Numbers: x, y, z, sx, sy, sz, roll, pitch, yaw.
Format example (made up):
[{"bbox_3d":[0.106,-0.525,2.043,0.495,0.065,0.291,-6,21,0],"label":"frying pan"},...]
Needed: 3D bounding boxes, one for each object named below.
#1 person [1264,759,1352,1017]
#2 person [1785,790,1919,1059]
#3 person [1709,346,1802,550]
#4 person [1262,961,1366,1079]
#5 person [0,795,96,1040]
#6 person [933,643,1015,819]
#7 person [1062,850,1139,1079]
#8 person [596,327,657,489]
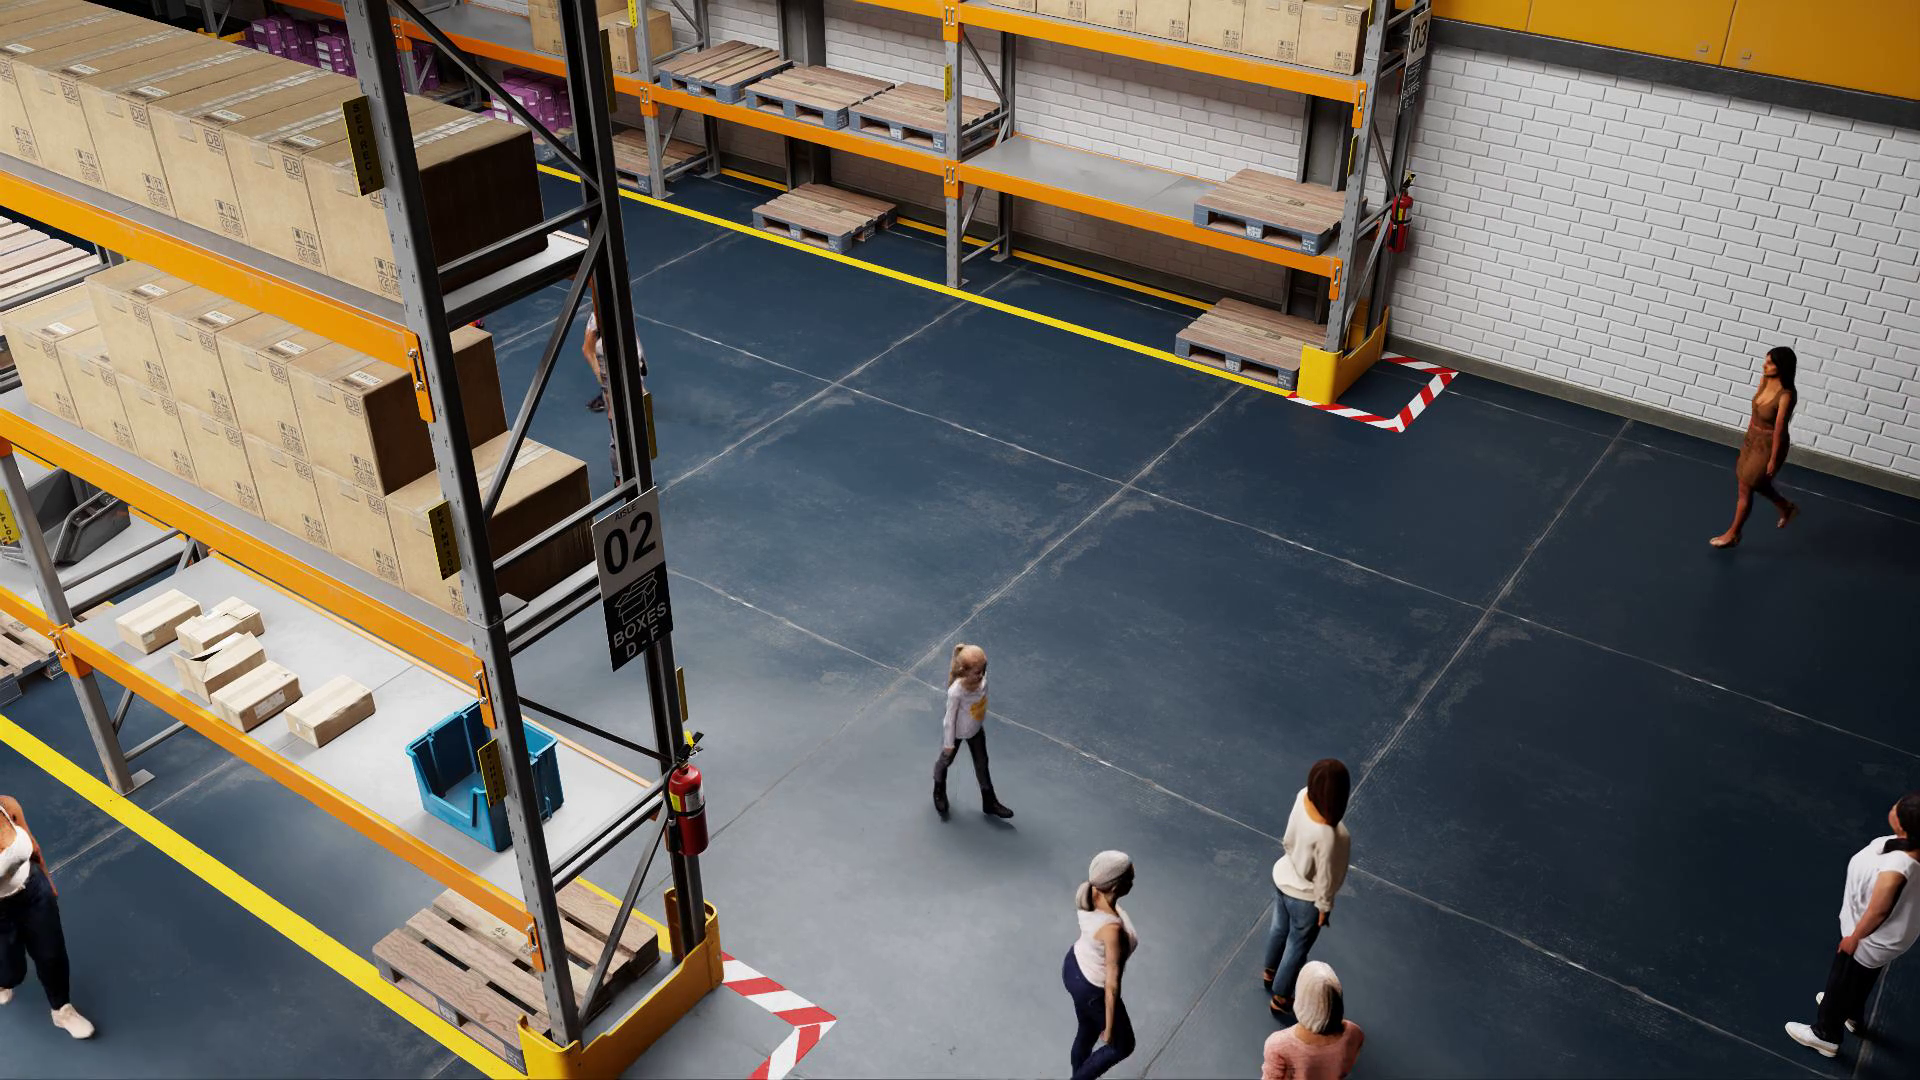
[{"bbox_3d":[1.758,1.775,8.538,0.756,1.677,0.701,-5,34,-7],"label":"person"},{"bbox_3d":[4.582,1.902,8.337,0.732,1.688,0.722,-21,39,-29],"label":"person"},{"bbox_3d":[5.969,-0.652,12.199,0.996,1.667,0.898,-3,34,-5],"label":"person"},{"bbox_3d":[1.536,2.541,7.345,0.714,1.722,0.773,-6,34,-9],"label":"person"},{"bbox_3d":[-4.866,1.807,8.390,0.913,1.789,0.662,20,39,28],"label":"person"},{"bbox_3d":[-0.015,1.104,9.931,0.600,1.253,0.809,-25,41,-33],"label":"person"},{"bbox_3d":[0.557,2.162,7.942,0.852,1.693,0.789,-10,35,-14],"label":"person"},{"bbox_3d":[-2.600,-1.106,12.874,0.633,1.677,0.665,14,36,20],"label":"person"}]
